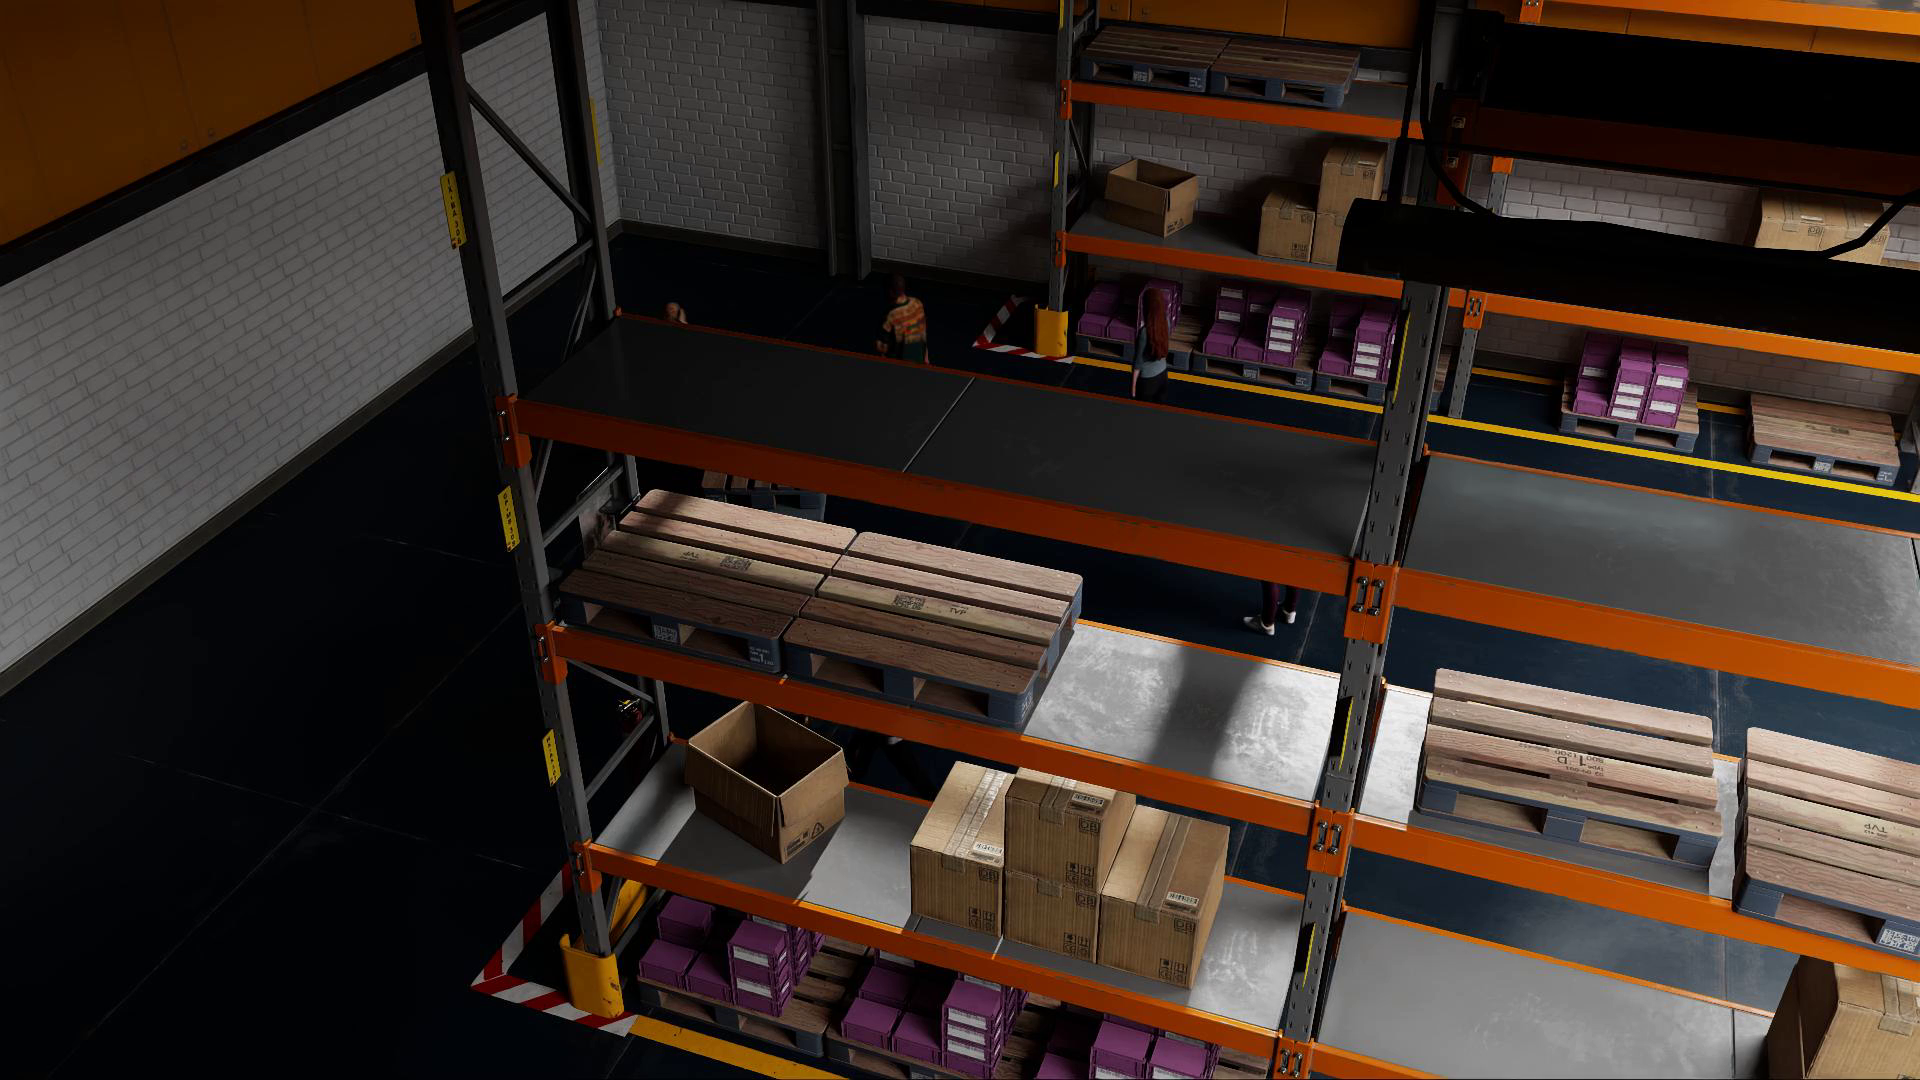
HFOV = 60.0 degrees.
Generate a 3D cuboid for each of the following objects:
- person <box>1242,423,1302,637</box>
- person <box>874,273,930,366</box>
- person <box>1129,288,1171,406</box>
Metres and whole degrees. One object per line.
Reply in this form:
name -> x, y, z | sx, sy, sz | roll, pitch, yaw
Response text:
person -> 2.456, -0.080, 12.590 | 0.719, 1.779, 0.736 | -23, 40, -31
person -> -0.440, -1.464, 14.694 | 1.248, 1.756, 0.976 | 28, 42, 35
person -> 1.679, -1.395, 14.605 | 0.643, 1.740, 0.650 | -29, 43, -36
